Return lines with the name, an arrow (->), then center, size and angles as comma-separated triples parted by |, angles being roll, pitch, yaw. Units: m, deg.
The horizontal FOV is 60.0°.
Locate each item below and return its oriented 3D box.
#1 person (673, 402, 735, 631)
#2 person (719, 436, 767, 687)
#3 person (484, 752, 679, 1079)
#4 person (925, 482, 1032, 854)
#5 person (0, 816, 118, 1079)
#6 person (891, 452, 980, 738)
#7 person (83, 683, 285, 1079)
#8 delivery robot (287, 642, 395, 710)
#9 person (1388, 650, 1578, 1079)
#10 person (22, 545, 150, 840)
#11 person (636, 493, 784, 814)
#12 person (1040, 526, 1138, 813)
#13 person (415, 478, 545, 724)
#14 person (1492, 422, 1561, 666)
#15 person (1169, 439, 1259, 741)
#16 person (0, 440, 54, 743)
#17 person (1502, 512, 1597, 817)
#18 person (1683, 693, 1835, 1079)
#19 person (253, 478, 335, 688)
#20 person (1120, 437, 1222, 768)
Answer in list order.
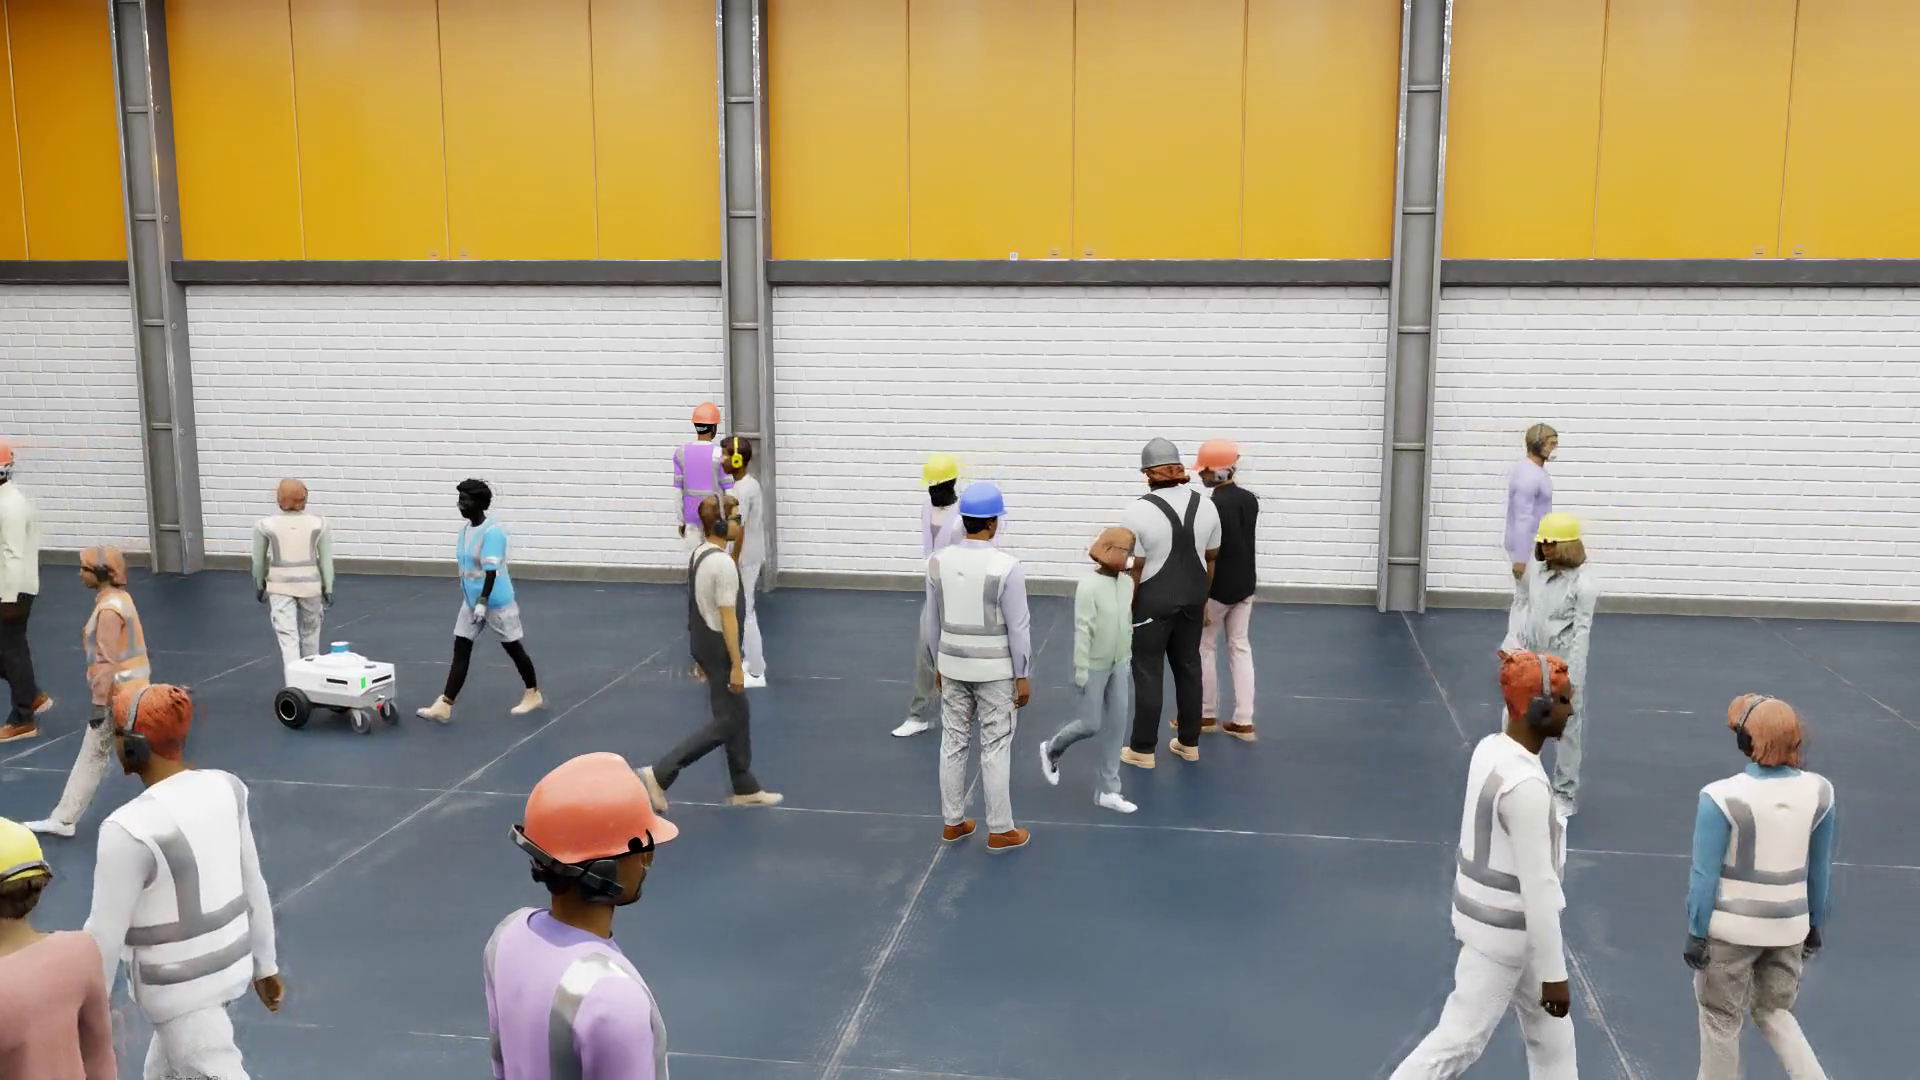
person -> -2.119, -0.190, 13.982 | 0.552, 1.936, 0.358 | 2, 10, 15
person -> -1.596, 0.174, 12.025 | 0.418, 1.855, 0.512 | -1, 9, -8
person -> -0.763, 1.449, 3.547 | 0.378, 2.045, 0.605 | -7, 12, -38
person -> 0.101, 0.666, 8.676 | 0.605, 1.948, 0.386 | 6, 11, 31
person -> -2.235, 1.524, 4.078 | 0.893, 1.722, 0.528 | 1, 9, 6
person -> -0.020, 0.329, 10.971 | 0.954, 1.879, 0.597 | -8, 12, -41
person -> -2.286, 1.329, 4.967 | 1.001, 1.839, 0.576 | 1, 9, 5
delivery robot -> -4.125, 0.923, 11.087 | 0.707, 0.478, 0.477 | 4, 10, 23
person -> 1.708, 1.258, 5.375 | 0.976, 1.843, 0.586 | 2, 9, 13
person -> -4.526, 0.818, 8.803 | 0.848, 1.586, 0.538 | -5, 10, -26
person -> -1.387, 0.647, 9.183 | 0.778, 1.828, 0.518 | -3, 10, -19
person -> 0.757, 0.706, 9.433 | 0.610, 1.610, 0.525 | 9, 13, 44
person -> -3.218, 0.411, 11.144 | 0.550, 1.644, 0.894 | 9, 13, 43
person -> 4.256, 0.087, 12.347 | 0.433, 1.926, 0.629 | 4, 10, 21
person -> 1.710, 0.314, 10.788 | 0.725, 1.963, 0.596 | -9, 13, -43
person -> -6.141, 0.320, 10.683 | 0.420, 1.982, 0.649 | -9, 13, -43
person -> 3.197, 0.703, 9.078 | 0.578, 1.723, 0.499 | -4, 10, -25
person -> 2.708, 1.327, 5.587 | 0.522, 1.621, 0.560 | -2, 9, -11
person -> -4.655, 0.361, 11.649 | 0.516, 1.594, 0.851 | -5, 10, -27
person -> 1.219, 0.370, 10.216 | 0.675, 2.000, 0.536 | -4, 10, -26
